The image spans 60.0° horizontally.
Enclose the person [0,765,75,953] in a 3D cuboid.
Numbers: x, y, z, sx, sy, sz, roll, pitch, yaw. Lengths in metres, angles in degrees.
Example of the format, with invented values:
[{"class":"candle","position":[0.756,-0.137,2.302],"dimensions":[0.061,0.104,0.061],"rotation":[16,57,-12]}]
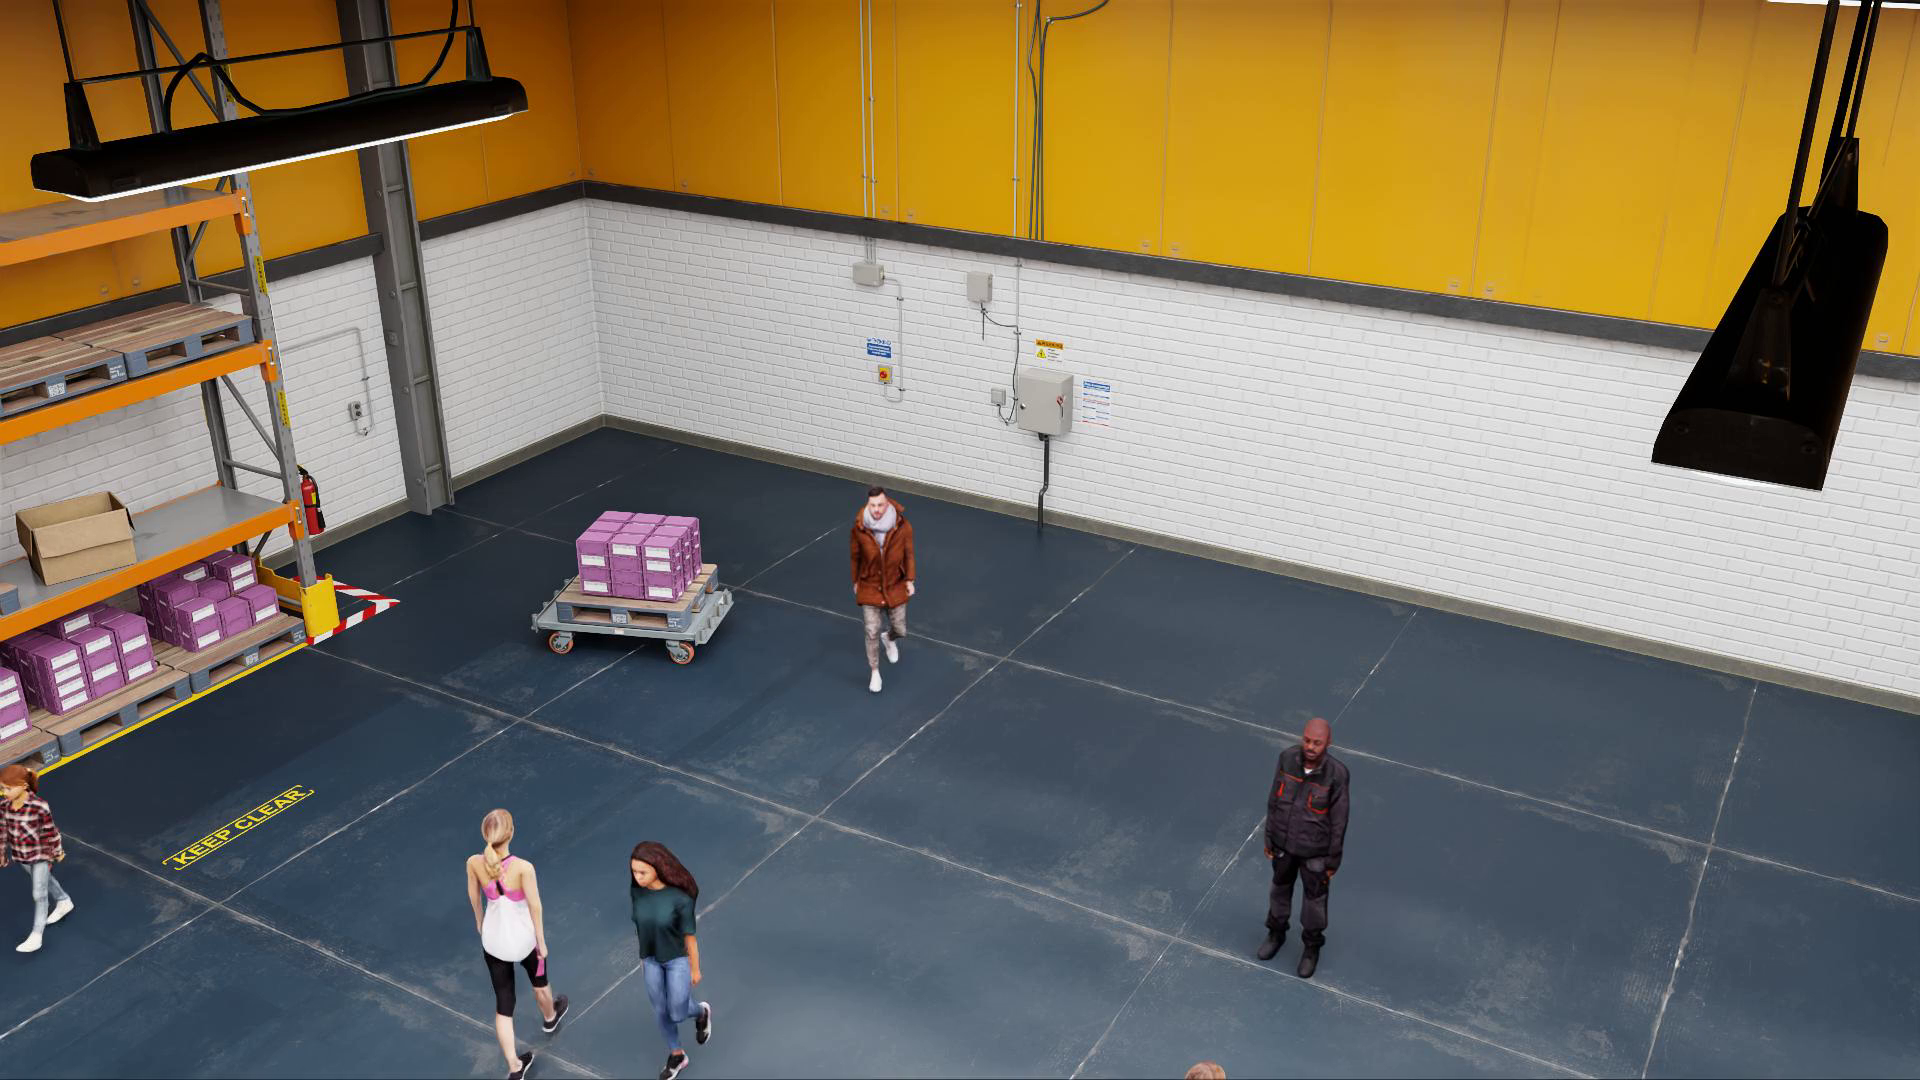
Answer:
[{"class":"person","position":[-6.187,2.060,11.178],"dimensions":[0.672,1.273,0.911],"rotation":[5,24,10]}]

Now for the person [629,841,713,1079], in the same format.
[{"class":"person","position":[-1.699,2.445,9.887],"dimensions":[0.642,1.602,0.756],"rotation":[9,25,19]}]

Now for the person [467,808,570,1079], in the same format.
[{"class":"person","position":[-2.663,2.422,9.735],"dimensions":[0.863,1.767,1.051],"rotation":[3,24,6]}]

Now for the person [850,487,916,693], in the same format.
[{"class":"person","position":[-0.671,0.380,14.334],"dimensions":[0.963,1.823,1.037],"rotation":[-3,24,-7]}]

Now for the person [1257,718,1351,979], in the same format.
[{"class":"person","position":[2.238,1.934,10.784],"dimensions":[0.708,1.819,0.610],"rotation":[16,28,32]}]
